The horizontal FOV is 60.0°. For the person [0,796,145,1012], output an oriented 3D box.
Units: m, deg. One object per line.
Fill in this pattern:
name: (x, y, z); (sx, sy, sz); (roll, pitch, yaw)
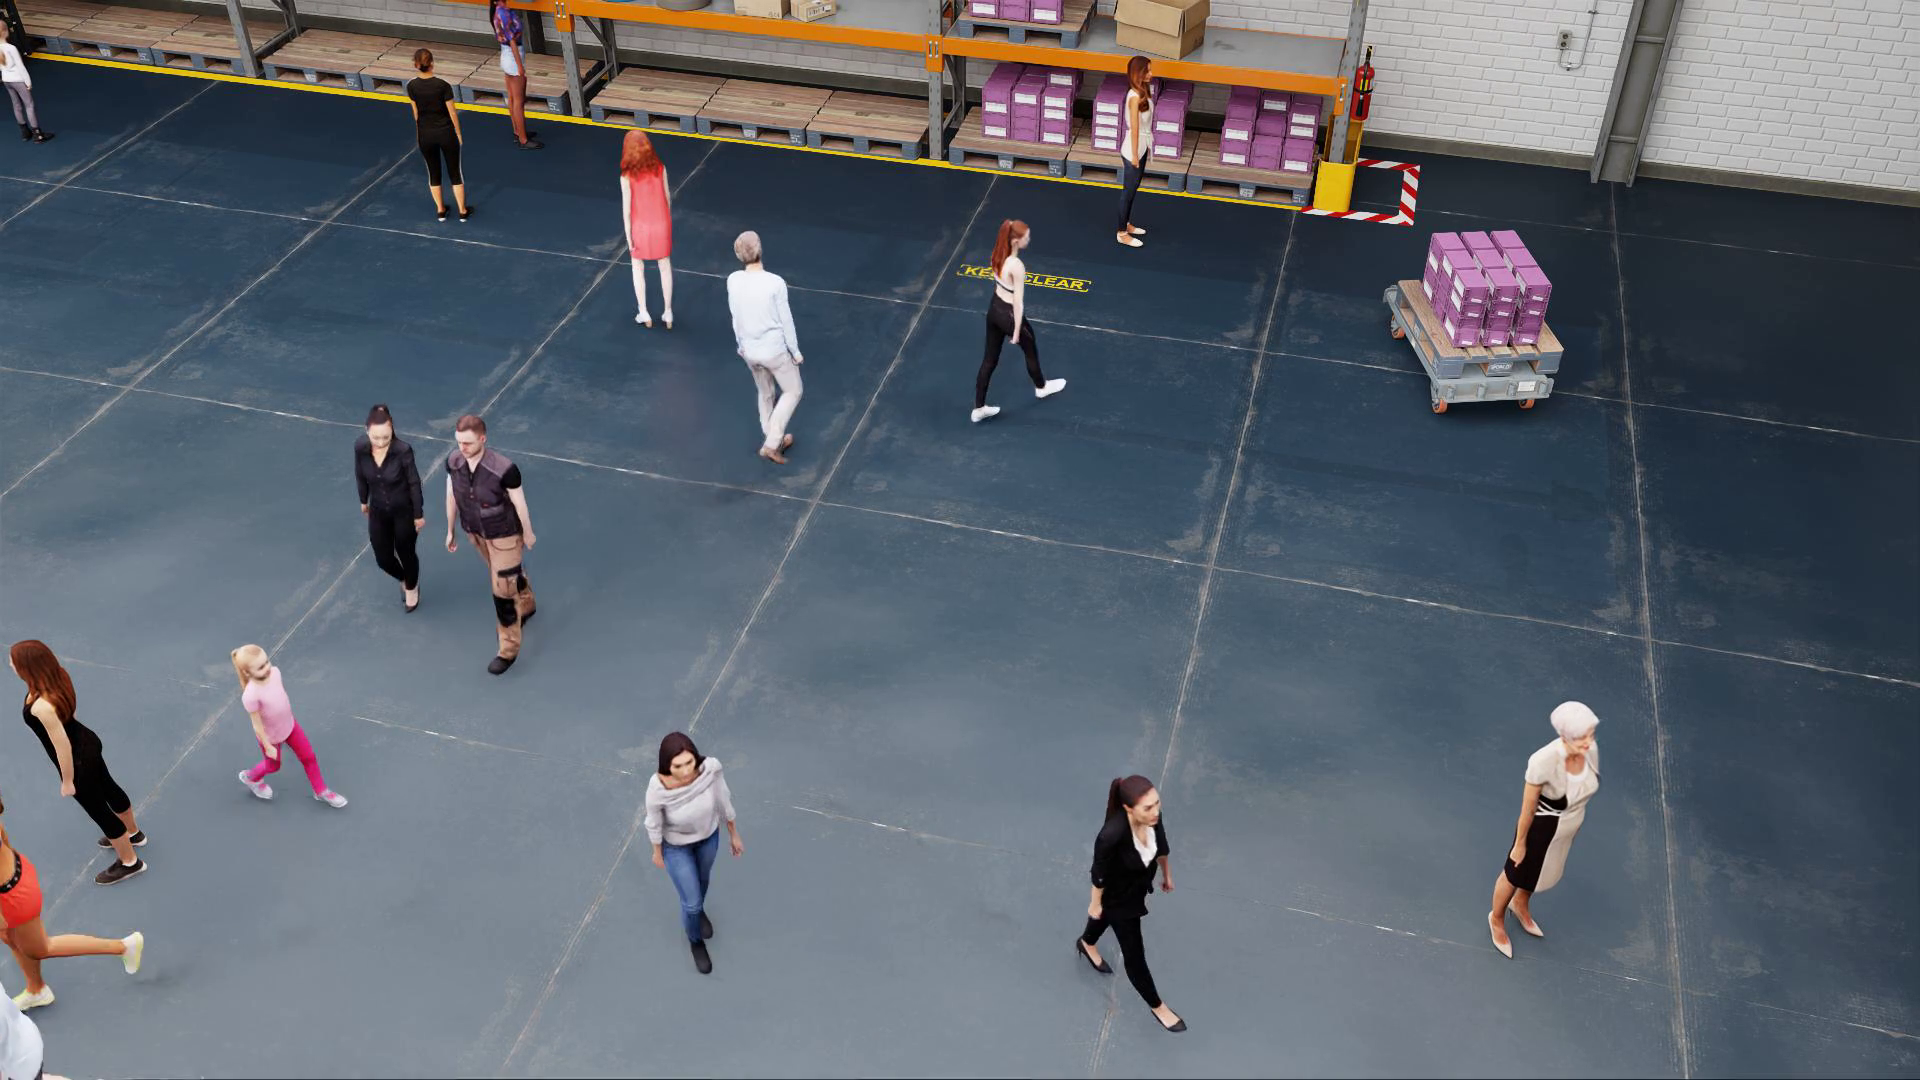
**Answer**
person: (-4.798, 1.783, 8.545); (1.066, 1.774, 0.981); (-17, 42, -20)

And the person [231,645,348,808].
person: (-4.090, 1.105, 9.809); (0.876, 1.257, 0.502); (11, 40, 14)

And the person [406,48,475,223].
person: (-4.908, -3.802, 15.623); (0.537, 1.669, 0.688); (-1, 39, -1)

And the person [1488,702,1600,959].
person: (3.116, 1.527, 8.880); (0.700, 1.756, 0.751); (-21, 43, -24)

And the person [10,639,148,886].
person: (-4.925, 1.212, 9.298); (0.661, 1.726, 0.641); (-11, 40, -13)

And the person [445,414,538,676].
person: (-2.991, -0.123, 10.897); (0.974, 1.817, 0.842); (17, 42, 20)

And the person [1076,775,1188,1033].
person: (0.796, 1.776, 8.675); (1.133, 1.622, 0.928); (30, 47, 32)

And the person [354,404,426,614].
person: (-3.744, -0.218, 11.117); (0.605, 1.692, 0.744); (5, 39, 6)

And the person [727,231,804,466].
person: (-1.488, -1.349, 12.399); (0.826, 1.858, 0.855); (19, 42, 22)

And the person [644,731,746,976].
person: (-1.482, 1.566, 8.942); (0.783, 1.618, 0.846); (-25, 45, -28)

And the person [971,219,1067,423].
person: (0.279, -1.669, 12.920); (1.119, 1.709, 1.084); (-22, 44, -25)

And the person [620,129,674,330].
person: (-2.554, -2.564, 13.953); (0.743, 1.818, 0.805); (-20, 43, -23)

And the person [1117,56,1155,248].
person: (1.599, -3.576, 15.247); (0.508, 1.785, 0.588); (10, 40, 12)

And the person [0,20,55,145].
person: (-9.710, -4.717, 17.082); (0.451, 1.277, 0.557); (14, 41, 17)

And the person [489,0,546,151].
person: (-4.540, -4.834, 16.857); (0.710, 1.741, 0.664); (-17, 42, -20)
